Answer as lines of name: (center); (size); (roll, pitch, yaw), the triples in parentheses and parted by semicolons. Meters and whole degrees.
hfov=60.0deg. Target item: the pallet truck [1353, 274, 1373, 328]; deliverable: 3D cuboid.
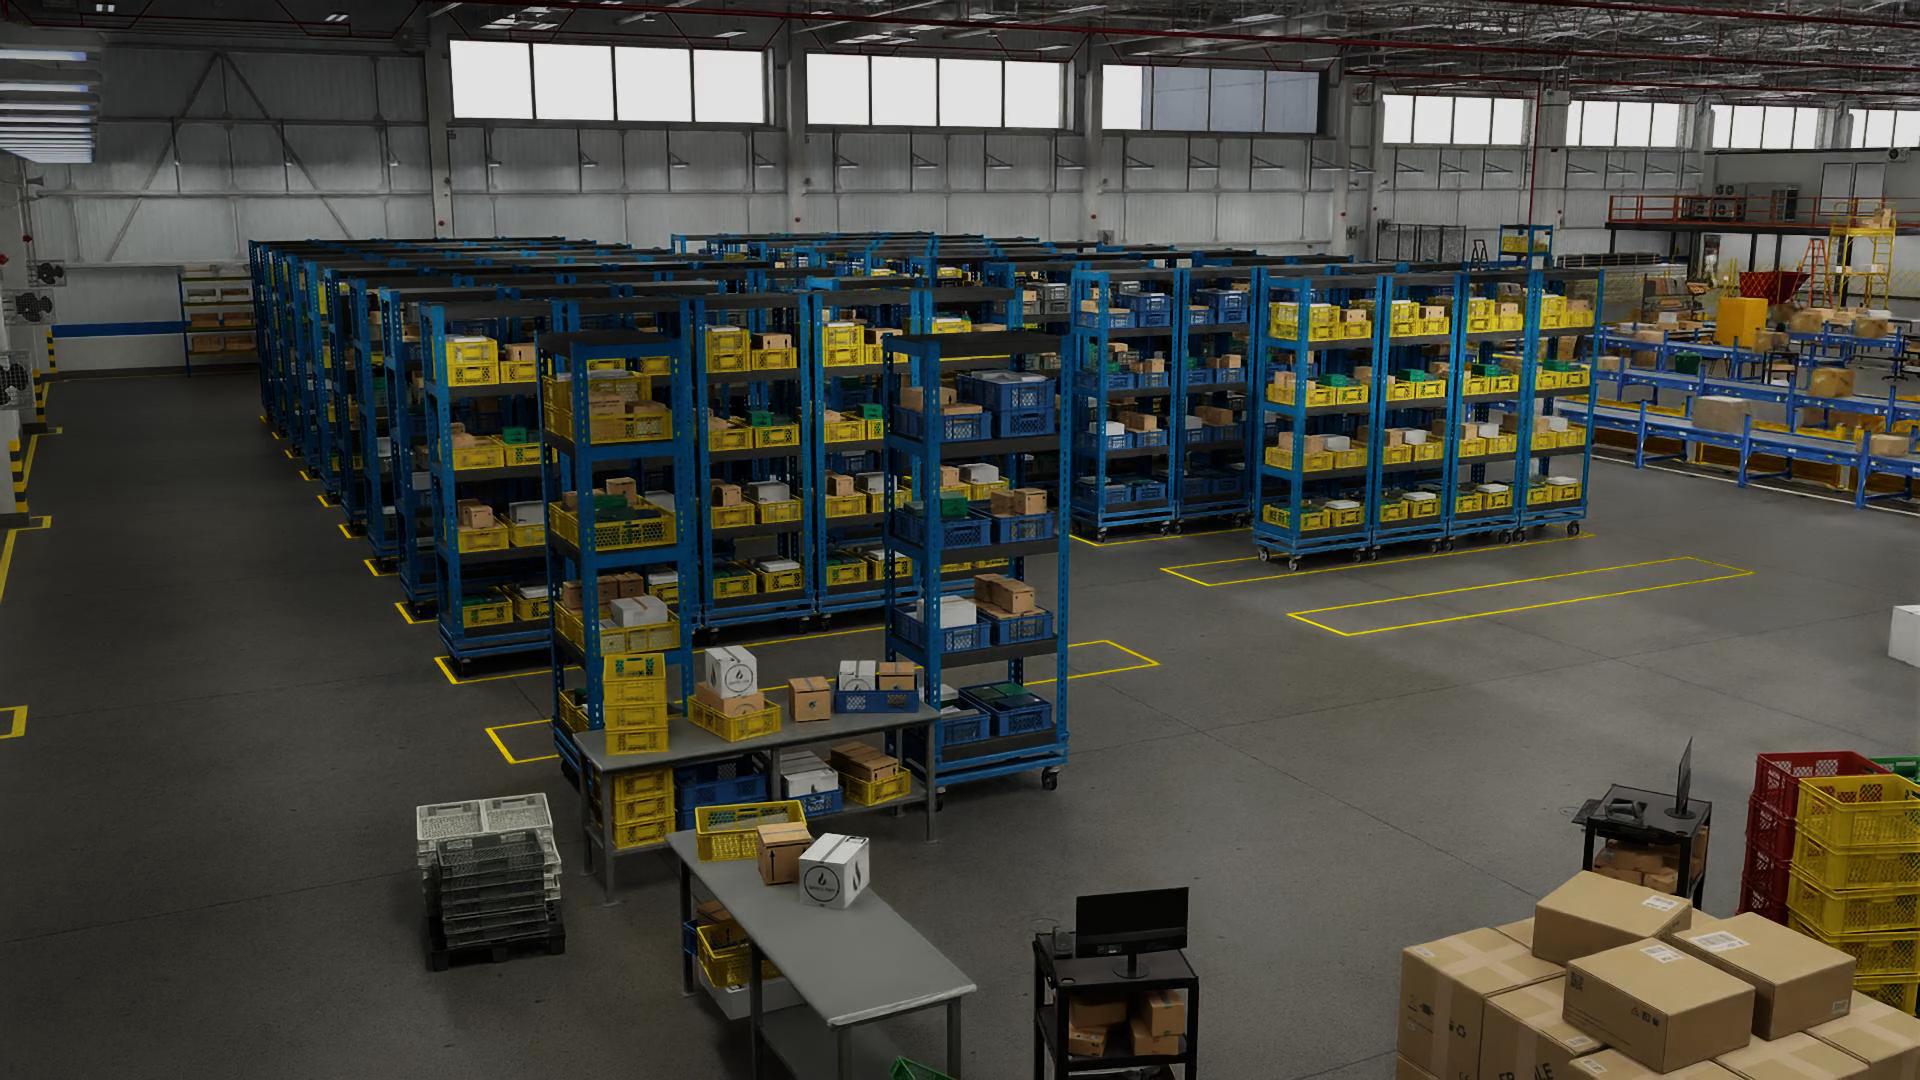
pallet truck: (13.011, -8.050, 55.243); (0.823, 1.965, 1.885); (-7, 14, -28)

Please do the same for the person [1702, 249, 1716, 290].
person: (33.972, -12.279, 75.440); (0.581, 1.834, 1.003); (-6, 14, -27)

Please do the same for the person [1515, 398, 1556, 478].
person: (8.611, -1.544, 25.178); (0.655, 1.848, 1.033); (-5, 13, -21)
